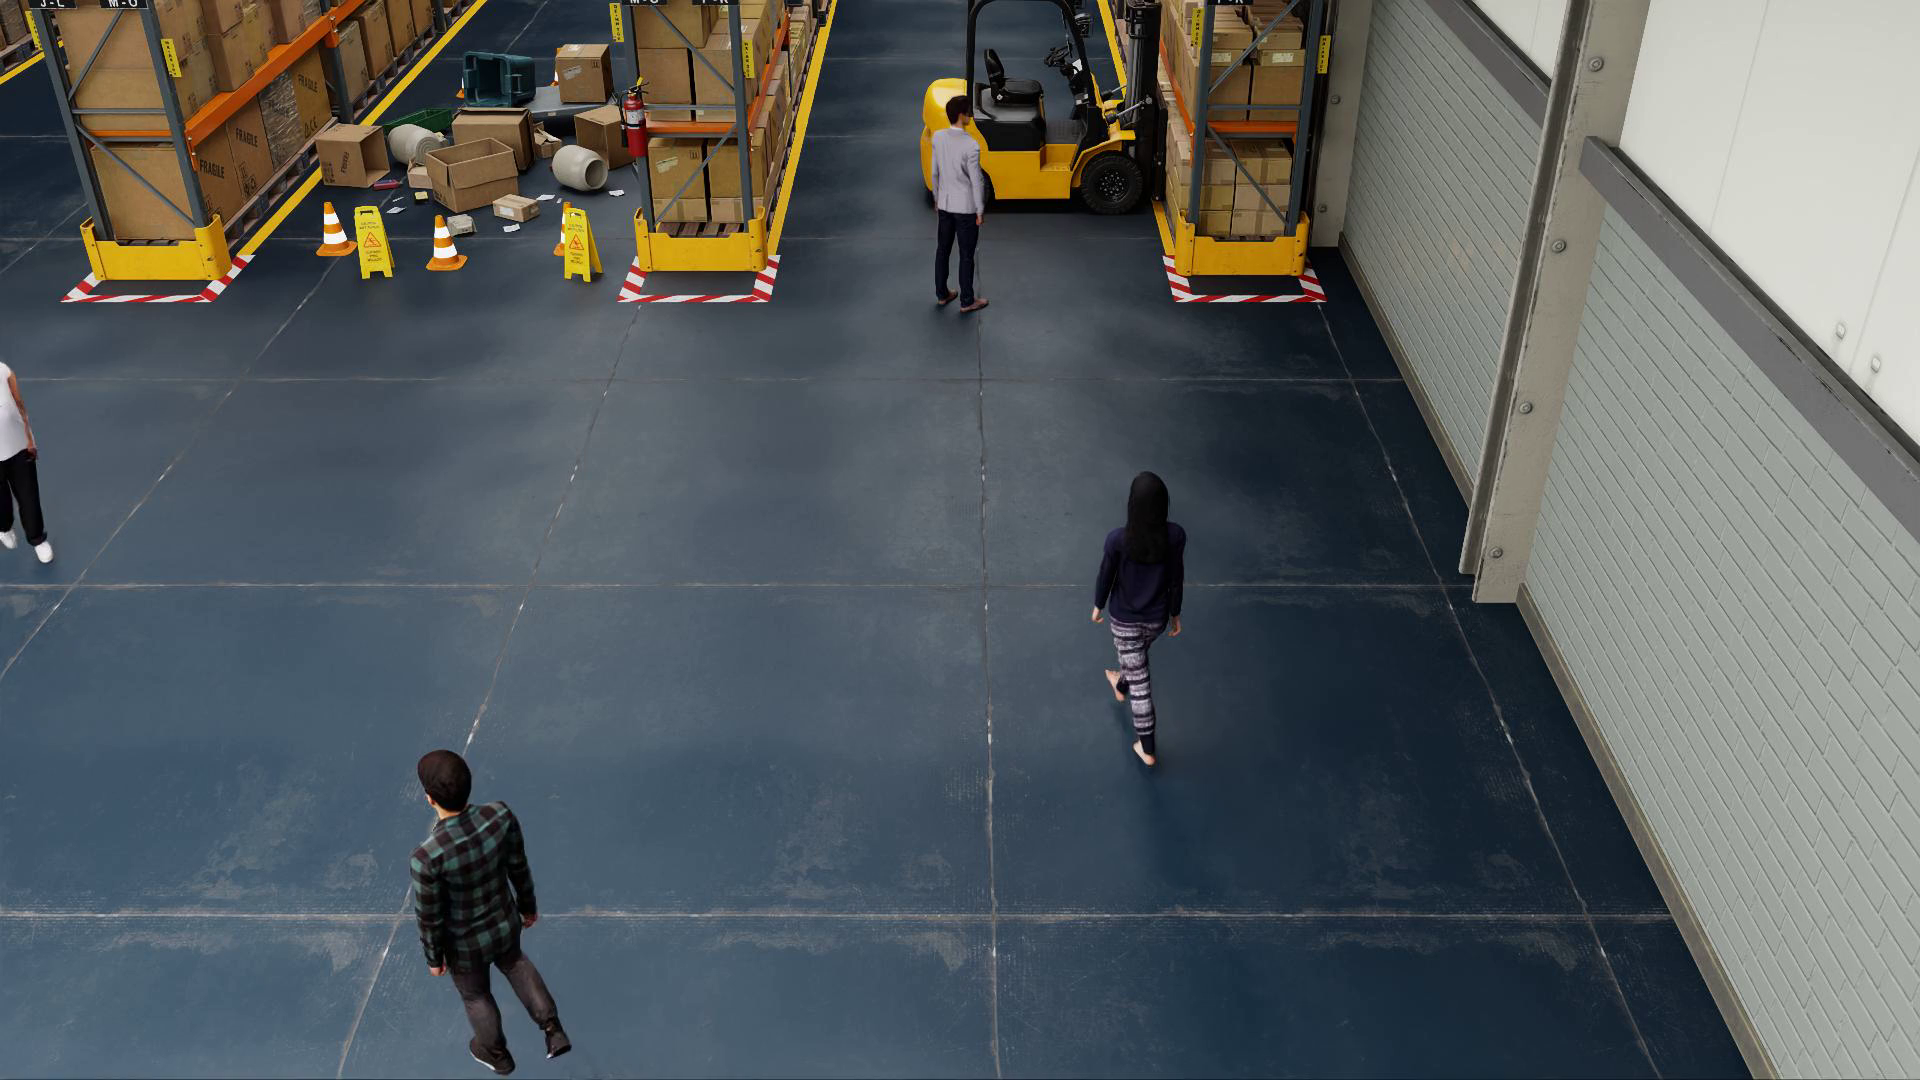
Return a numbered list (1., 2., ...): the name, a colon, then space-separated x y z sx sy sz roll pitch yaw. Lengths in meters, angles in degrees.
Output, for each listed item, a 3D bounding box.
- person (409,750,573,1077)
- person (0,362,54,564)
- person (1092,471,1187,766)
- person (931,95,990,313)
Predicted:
1. person: -1.910 1.589 6.791 0.938 1.703 0.907 24 39 32
2. person: -6.280 -0.632 10.845 0.853 1.666 0.915 -23 39 -32
3. person: 1.002 0.459 9.100 0.801 1.684 1.135 -7 33 -11
4. person: -0.025 -2.881 14.239 0.755 1.848 0.789 23 39 32
